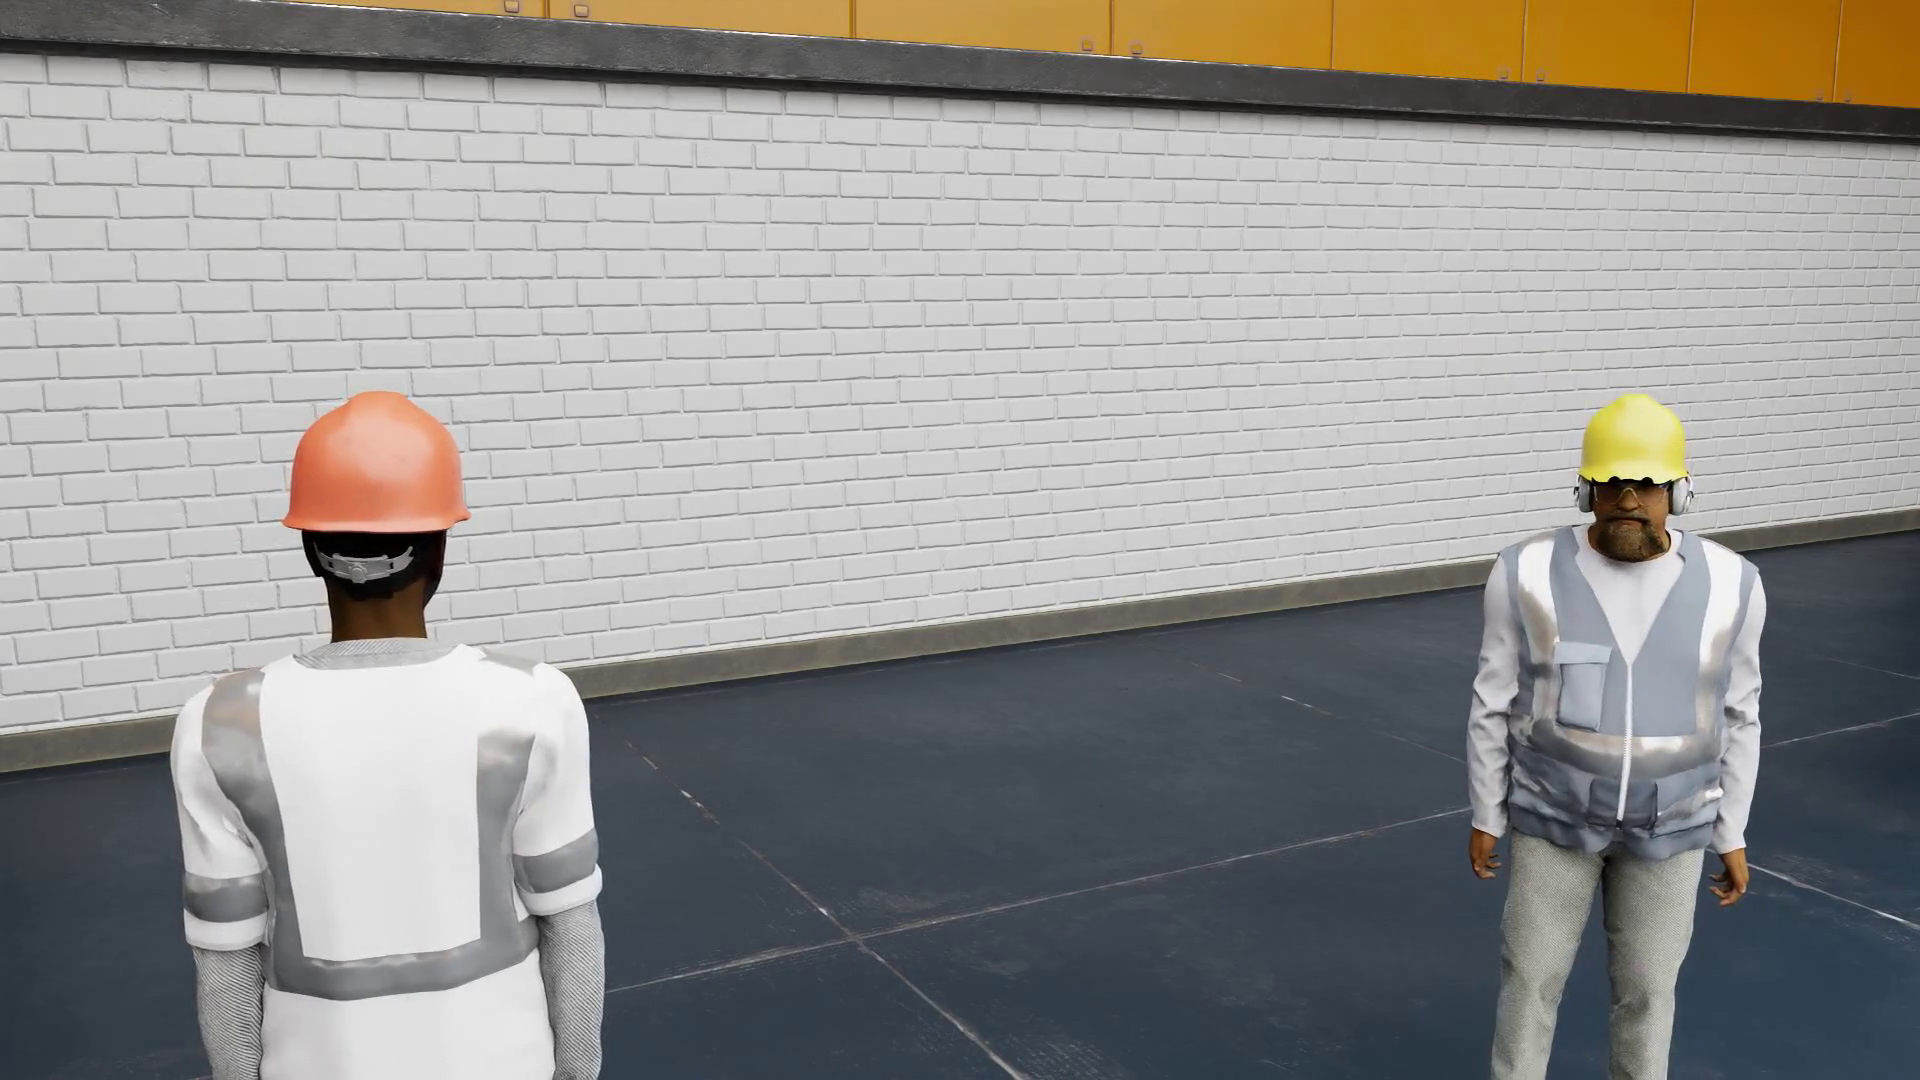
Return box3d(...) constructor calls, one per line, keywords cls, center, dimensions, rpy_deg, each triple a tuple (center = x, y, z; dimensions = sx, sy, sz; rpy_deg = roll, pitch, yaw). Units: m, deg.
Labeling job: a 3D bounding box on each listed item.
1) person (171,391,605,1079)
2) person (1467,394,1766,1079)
box3d(cls="person", center=(-0.776, 0.761, 2.359), dimensions=(0.545, 1.938, 0.355), rpy_deg=(-2, 10, -14))
box3d(cls="person", center=(1.410, 0.595, 3.616), dimensions=(0.599, 1.830, 0.403), rpy_deg=(3, 10, 14))
